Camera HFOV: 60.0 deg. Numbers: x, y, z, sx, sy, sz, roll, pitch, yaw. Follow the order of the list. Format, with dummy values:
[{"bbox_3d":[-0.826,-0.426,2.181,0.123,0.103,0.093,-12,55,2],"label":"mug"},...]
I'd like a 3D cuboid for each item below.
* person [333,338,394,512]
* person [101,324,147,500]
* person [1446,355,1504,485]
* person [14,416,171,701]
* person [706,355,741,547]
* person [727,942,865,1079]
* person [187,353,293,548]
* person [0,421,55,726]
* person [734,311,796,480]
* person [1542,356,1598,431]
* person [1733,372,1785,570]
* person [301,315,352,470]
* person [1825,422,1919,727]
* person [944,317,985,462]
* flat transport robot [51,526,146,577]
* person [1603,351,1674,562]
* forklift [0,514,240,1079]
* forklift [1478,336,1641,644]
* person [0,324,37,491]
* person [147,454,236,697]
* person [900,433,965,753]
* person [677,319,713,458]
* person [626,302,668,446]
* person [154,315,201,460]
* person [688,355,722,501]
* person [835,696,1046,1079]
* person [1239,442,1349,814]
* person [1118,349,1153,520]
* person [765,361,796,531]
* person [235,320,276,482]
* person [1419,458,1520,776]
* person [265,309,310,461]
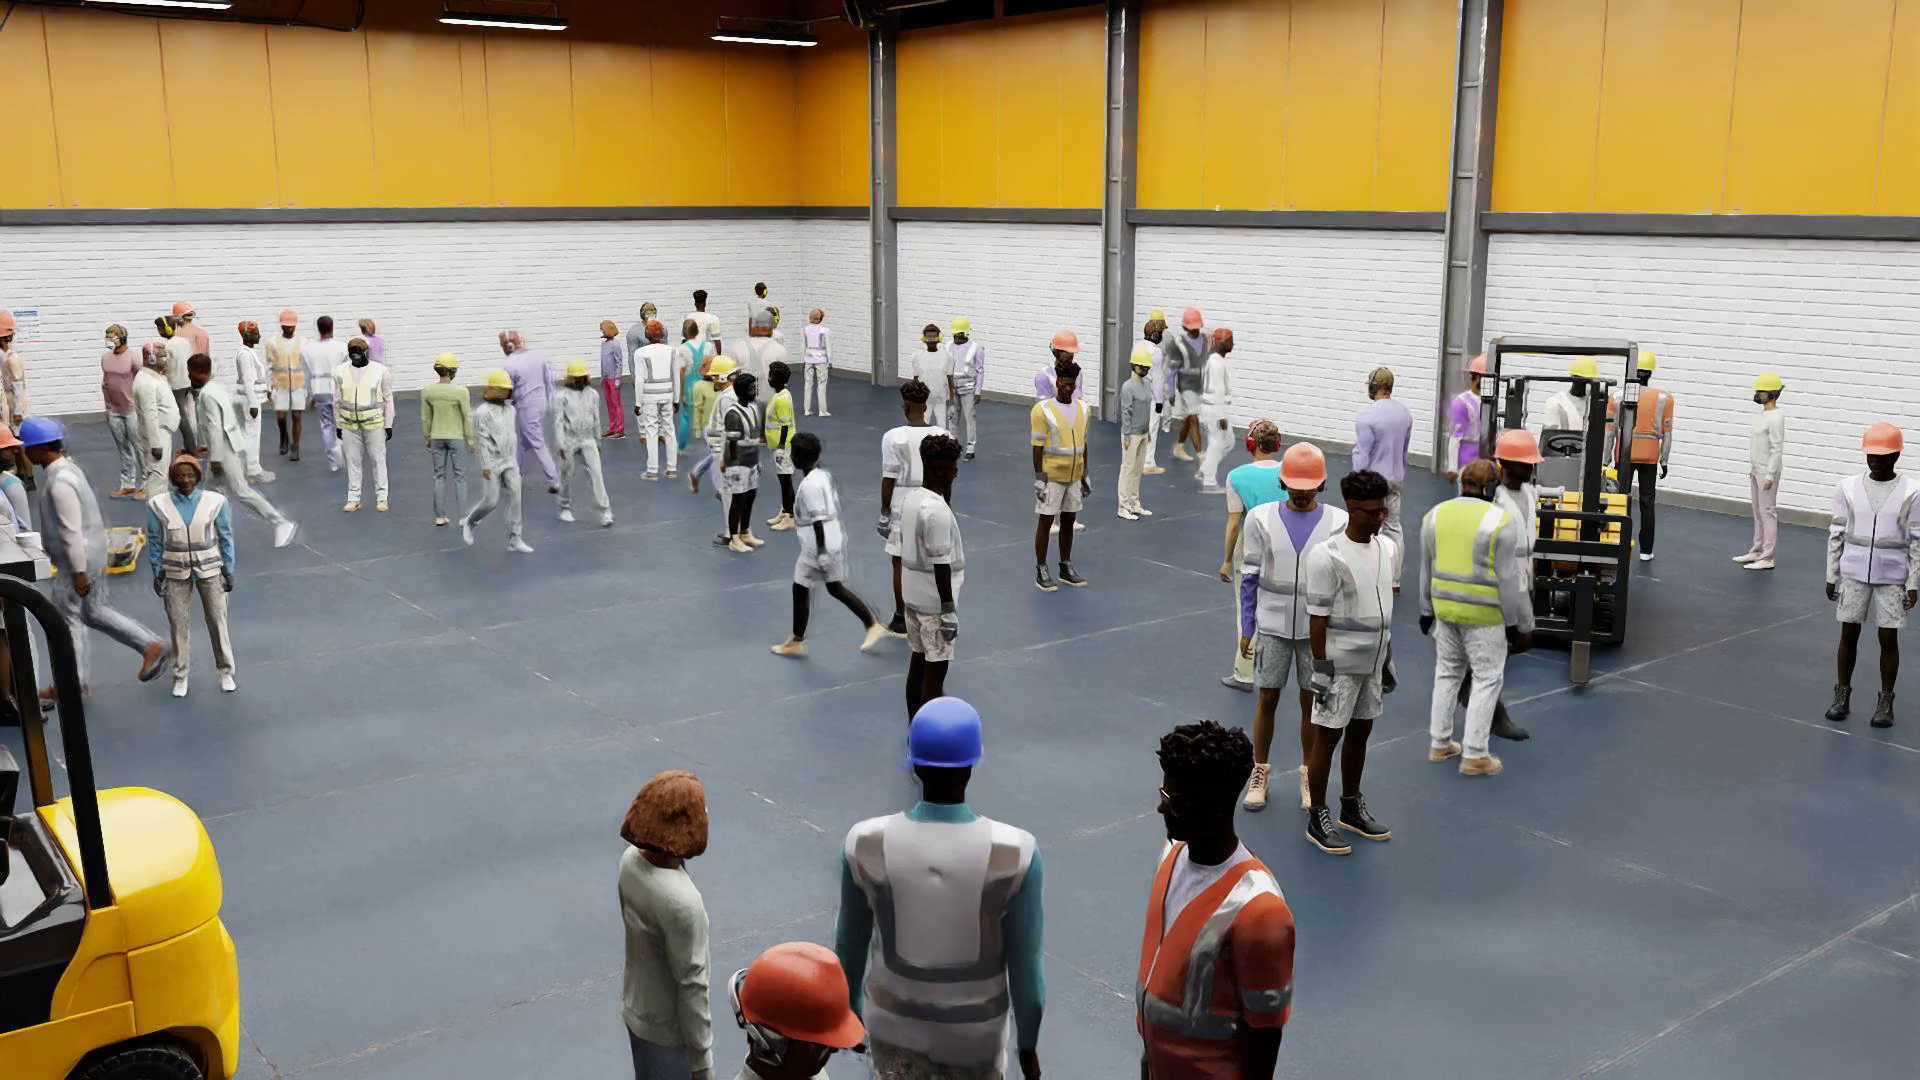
[{"bbox_3d":[-6.305,-1.212,17.575,0.621,1.845,0.429,-1,12,-4],"label":"person"},{"bbox_3d":[-9.135,-1.402,18.253,0.629,1.939,0.372,5,13,22],"label":"person"},{"bbox_3d":[4.658,-0.696,14.899,0.559,1.908,0.633,-9,15,-38],"label":"person"},{"bbox_3d":[-5.768,0.111,11.043,0.773,1.912,0.651,-5,13,-21],"label":"person"},{"bbox_3d":[-2.209,-0.848,15.875,0.403,1.818,0.605,0,12,-1],"label":"person"},{"bbox_3d":[-0.373,1.711,3.692,0.335,1.743,0.561,2,12,10],"label":"person"},{"bbox_3d":[-6.840,-0.841,15.747,0.845,1.867,0.631,-5,13,-21],"label":"person"},{"bbox_3d":[-6.015,0.205,10.486,0.348,1.942,0.546,-4,12,-18],"label":"person"},{"bbox_3d":[-2.296,-1.731,19.593,0.688,2.000,1.014,3,12,15],"label":"person"},{"bbox_3d":[5.479,-0.696,14.903,0.589,1.917,0.404,-3,12,-15],"label":"person"},{"bbox_3d":[7.170,-0.616,14.880,0.326,1.767,0.533,2,12,10],"label":"person"},{"bbox_3d":[-7.610,-1.751,20.066,0.595,1.901,0.594,-2,12,-9],"label":"person"},{"bbox_3d":[5.743,0.217,10.474,0.544,1.933,0.377,9,15,38],"label":"person"},{"bbox_3d":[0.010,-1.893,20.910,0.588,1.822,0.403,7,14,30],"label":"person"},{"bbox_3d":[-7.828,0.086,15.115,0.652,0.197,1.431,-5,13,-21],"label":"flat transport robot"},{"bbox_3d":[6.166,-0.759,15.174,0.585,1.928,0.369,4,12,17],"label":"person"},{"bbox_3d":[-3.687,1.115,5.480,2.313,2.155,1.214,-9,15,-36],"label":"forklift"},{"bbox_3d":[4.683,-0.471,13.136,1.214,2.155,2.313,4,12,20],"label":"forklift"},{"bbox_3d":[-10.722,-1.494,18.736,0.549,1.927,0.393,10,15,40],"label":"person"},{"bbox_3d":[-5.111,0.236,11.102,0.518,1.633,0.317,-5,13,-21],"label":"person"},{"bbox_3d":[-0.153,0.348,9.751,0.372,1.960,0.604,-4,12,-20],"label":"person"},{"bbox_3d":[-3.333,-1.889,20.981,0.531,1.795,0.986,-7,14,-30],"label":"person"},{"bbox_3d":[-4.143,-2.217,22.228,0.382,1.928,0.635,11,16,43],"label":"person"},{"bbox_3d":[-9.858,-1.898,20.886,0.560,1.842,0.517,2,12,8],"label":"person"},{"bbox_3d":[-2.761,-1.243,18.288,0.700,1.610,0.506,8,14,34],"label":"person"},{"bbox_3d":[-0.063,1.382,4.924,0.632,1.894,0.987,1,12,5],"label":"person"},{"bbox_3d":[1.805,0.476,8.956,0.605,2.035,0.385,2,12,11],"label":"person"},{"bbox_3d":[1.841,-1.096,17.198,0.318,1.766,0.533,8,14,33],"label":"person"},{"bbox_3d":[-1.788,-0.939,16.606,0.318,1.696,0.532,-2,12,-11],"label":"person"},{"bbox_3d":[-8.253,-1.617,19.424,0.343,1.882,0.586,-4,12,-20],"label":"person"},{"bbox_3d":[2.928,0.439,9.650,0.466,1.823,0.666,-8,14,-35],"label":"person"},{"bbox_3d":[-8.448,-1.954,20.975,0.572,1.915,0.500,-5,13,-25],"label":"person"}]
